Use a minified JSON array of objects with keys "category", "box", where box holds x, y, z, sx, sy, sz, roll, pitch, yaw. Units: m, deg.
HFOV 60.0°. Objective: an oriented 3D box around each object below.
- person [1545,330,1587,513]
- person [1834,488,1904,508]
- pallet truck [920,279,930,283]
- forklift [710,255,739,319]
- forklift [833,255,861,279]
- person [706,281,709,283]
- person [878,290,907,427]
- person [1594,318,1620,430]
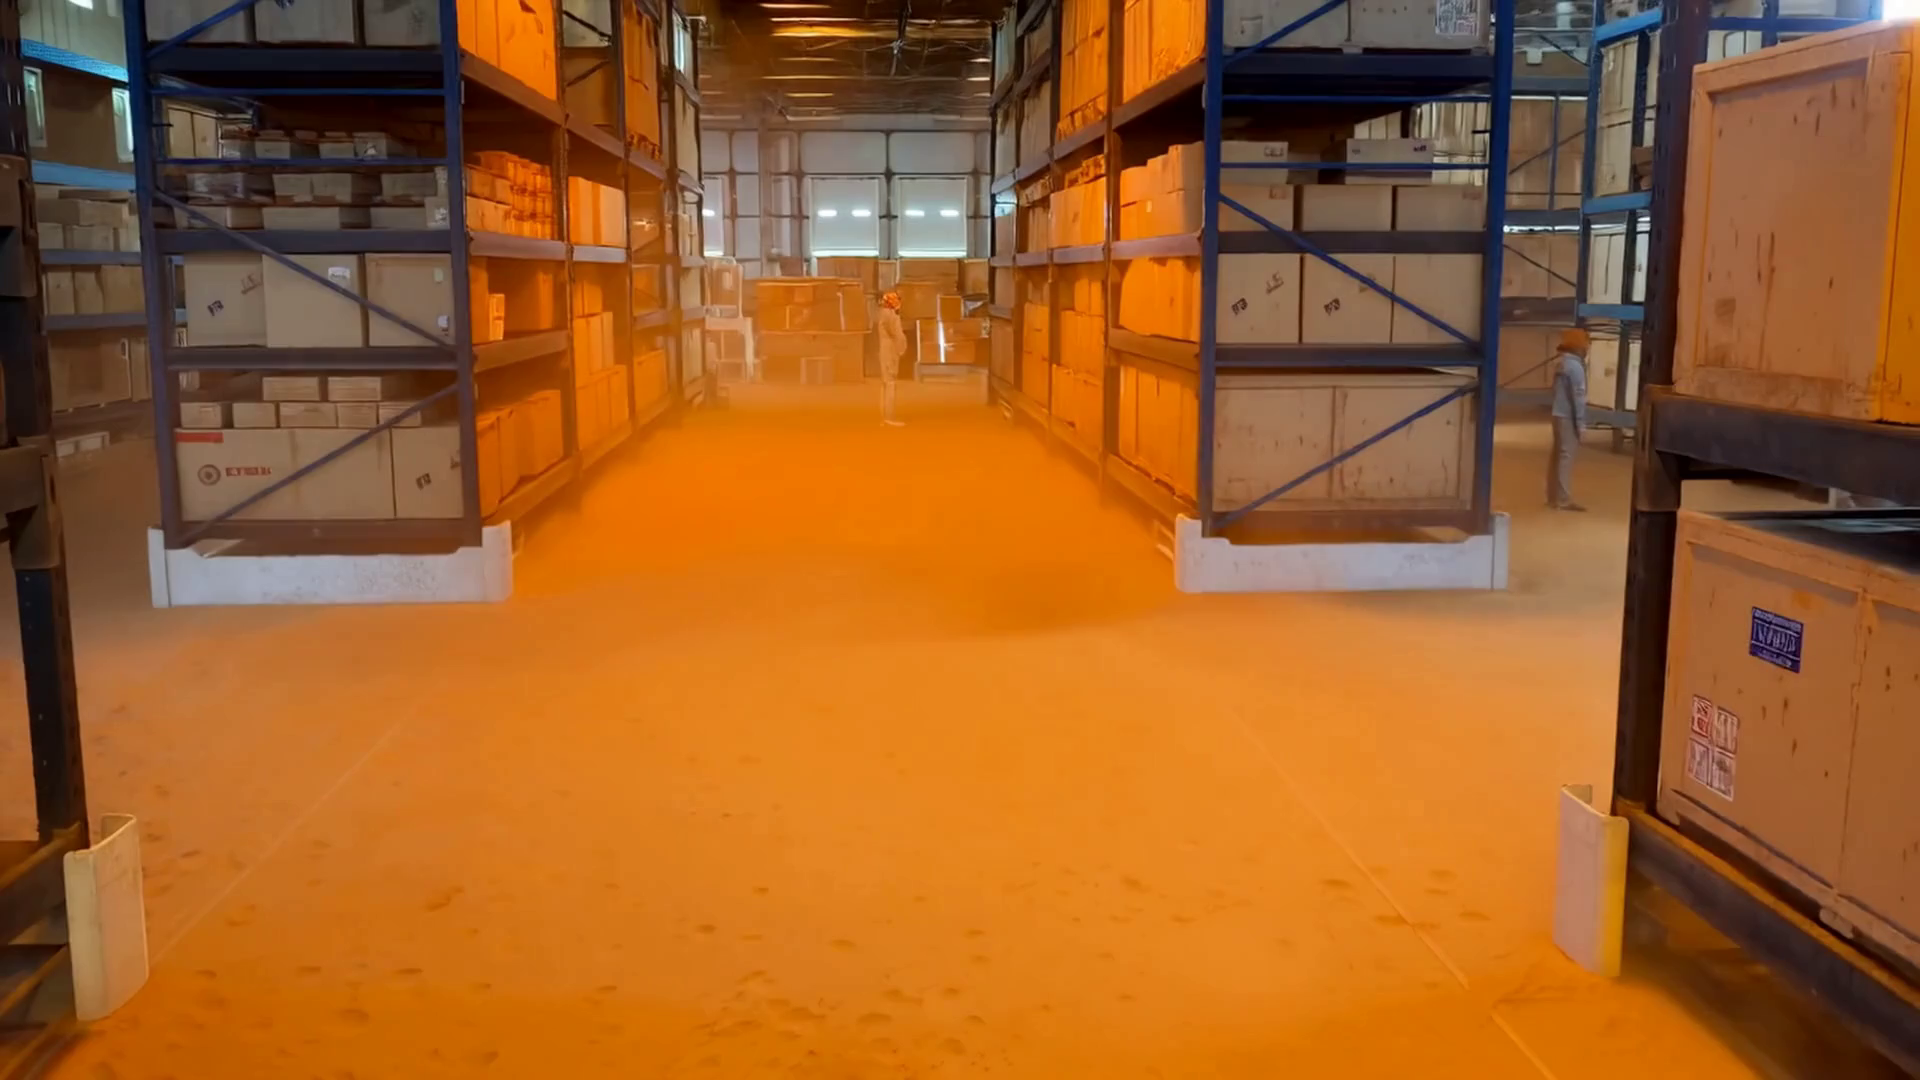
[{"category":"person","box":[5.453,-1.063,14.904,0.285,1.634,0.499,0,9,-2]},{"category":"person","box":[5.055,-0.277,9.303,0.395,1.847,0.564,0,9,-2]},{"category":"pallet truck","box":[-0.932,-8.922,63.114,1.885,1.965,0.823,2,9,13]},{"category":"forklift","box":[-8.368,-8.713,59.038,1.129,2.768,1.873,-1,9,-4]},{"category":"forklift","box":[-3.925,-8.540,57.952,1.129,2.768,1.873,-5,11,-30]},{"category":"person","box":[-9.435,-8.731,62.272,0.360,1.884,0.574,0,9,-2]},{"category":"person","box":[-0.947,-2.551,23.393,0.401,1.910,0.640,0,9,-2]},{"category":"person","box":[8.904,-2.324,22.804,0.314,1.642,0.514,0,9,-2]}]
